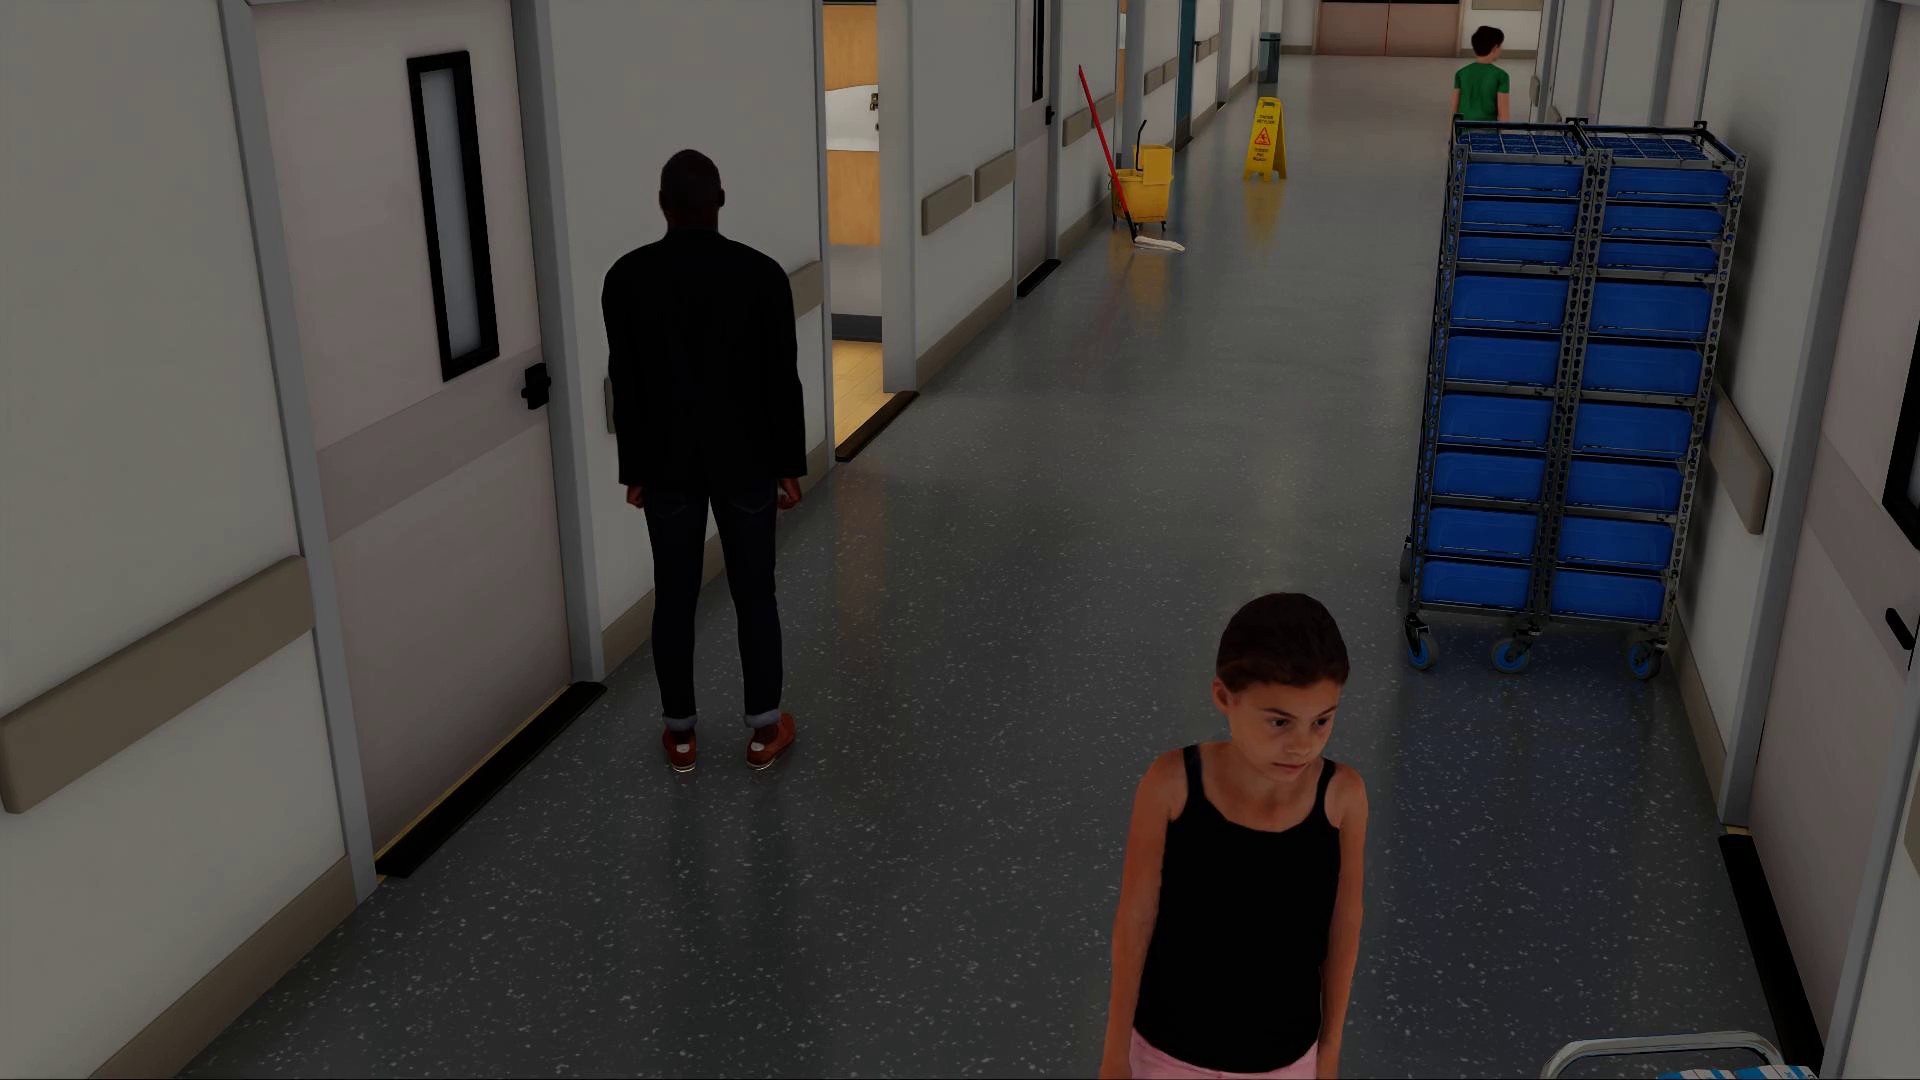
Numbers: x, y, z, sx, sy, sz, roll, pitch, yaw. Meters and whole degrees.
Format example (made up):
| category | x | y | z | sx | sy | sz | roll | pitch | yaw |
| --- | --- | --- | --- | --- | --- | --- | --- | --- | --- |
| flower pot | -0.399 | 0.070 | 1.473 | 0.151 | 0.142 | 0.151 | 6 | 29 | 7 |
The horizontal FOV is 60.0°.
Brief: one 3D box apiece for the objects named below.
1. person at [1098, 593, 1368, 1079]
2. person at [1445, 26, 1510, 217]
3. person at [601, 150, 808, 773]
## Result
| category | x | y | z | sx | sy | sz | roll | pitch | yaw |
| --- | --- | --- | --- | --- | --- | --- | --- | --- | --- |
| person | 0.407 | 0.767 | 2.608 | 0.559 | 1.547 | 0.625 | 4 | 21 | 9 |
| person | 3.754 | -2.886 | 12.105 | 0.648 | 1.651 | 0.643 | 14 | 25 | 33 |
| person | -0.726 | -0.199 | 4.774 | 0.761 | 1.818 | 0.699 | 0 | 21 | -1 |
